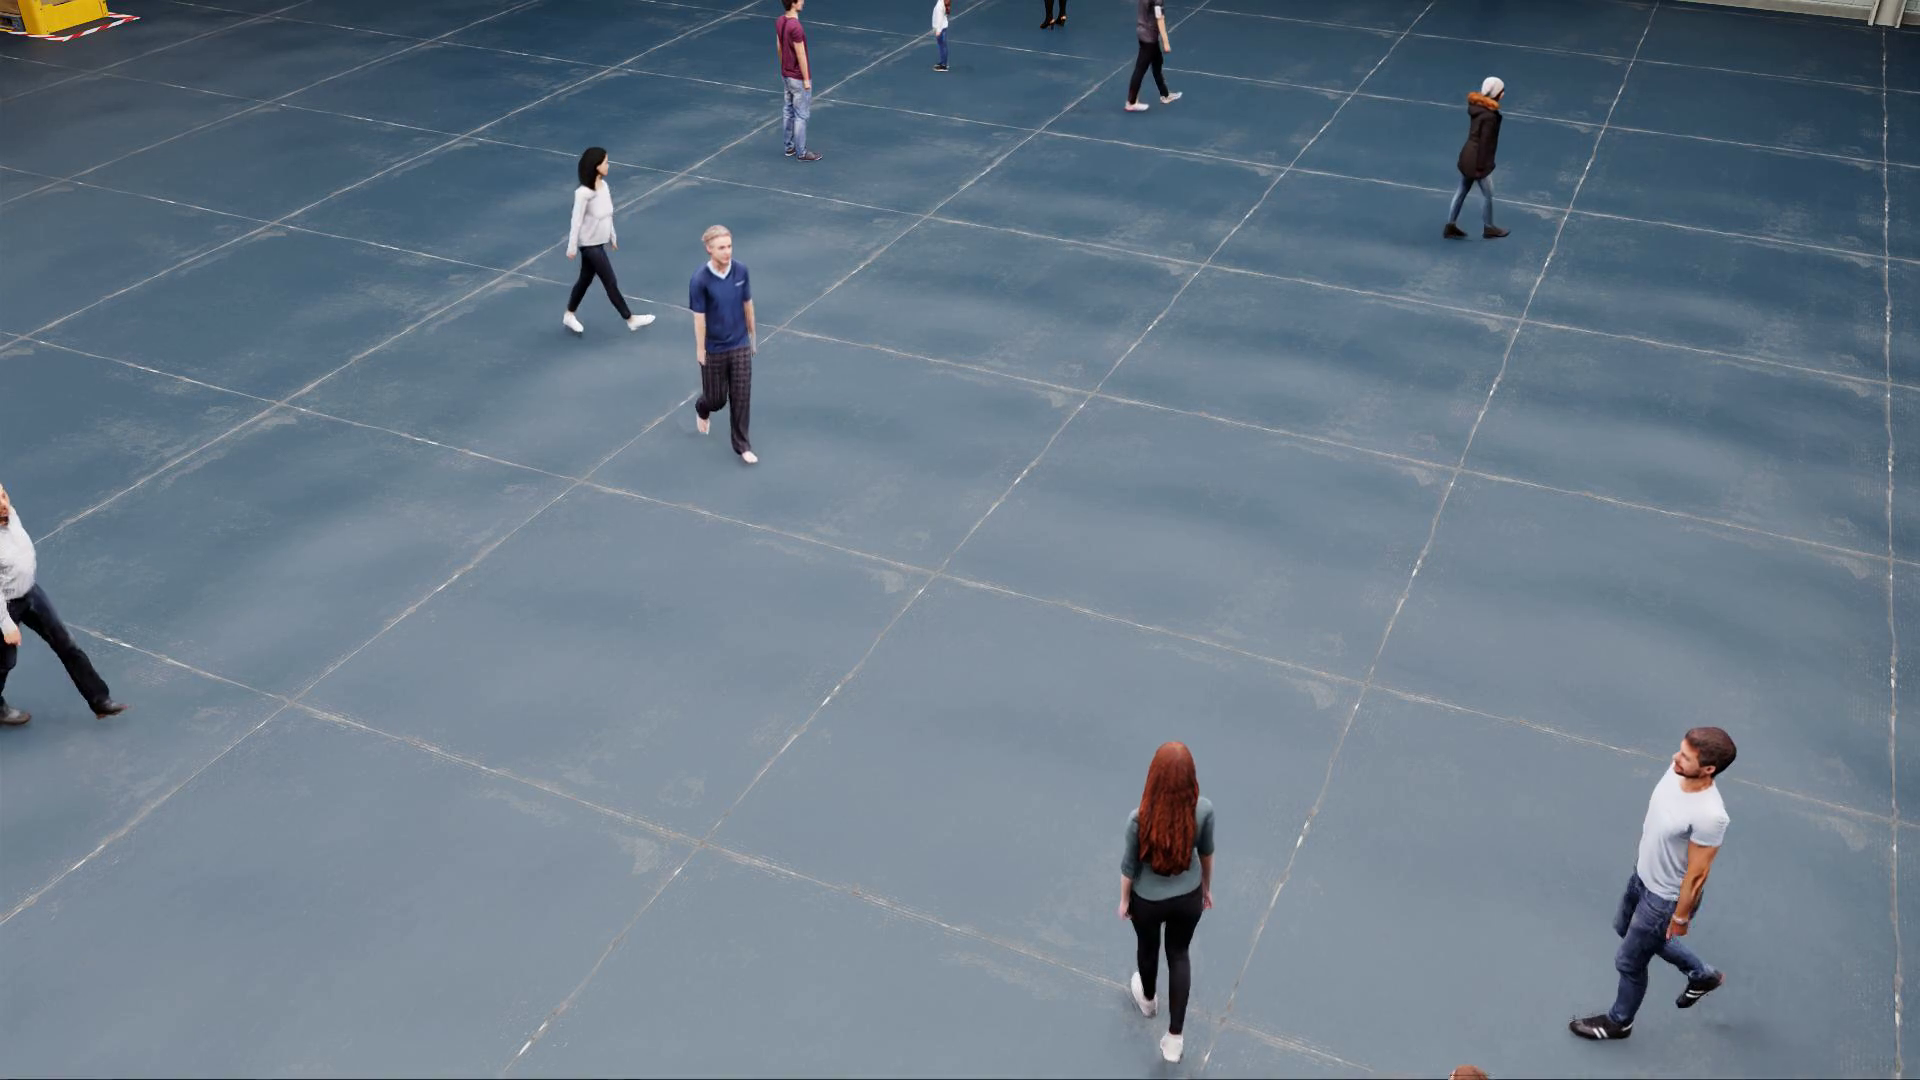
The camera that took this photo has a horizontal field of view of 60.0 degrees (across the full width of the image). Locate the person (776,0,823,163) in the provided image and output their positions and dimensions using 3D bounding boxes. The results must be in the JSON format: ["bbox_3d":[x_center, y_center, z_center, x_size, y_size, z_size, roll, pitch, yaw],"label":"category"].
[{"bbox_3d":[-1.809,-5.113,18.257,0.804,1.853,0.676,-20,38,-29],"label":"person"}]

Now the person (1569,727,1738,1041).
[{"bbox_3d":[3.320,1.595,7.626,1.027,1.851,0.837,2,32,3],"label":"person"}]

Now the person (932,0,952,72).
[{"bbox_3d":[-0.235,-6.587,21.288,0.523,1.112,0.494,6,33,9],"label":"person"}]

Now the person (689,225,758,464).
[{"bbox_3d":[-1.810,-1.484,12.501,0.921,1.858,1.028,-19,37,-28],"label":"person"}]

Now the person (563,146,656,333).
[{"bbox_3d":[-3.256,-2.544,14.380,1.156,1.644,0.855,10,34,15],"label":"person"}]

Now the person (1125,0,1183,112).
[{"bbox_3d":[2.151,-5.934,19.667,1.094,1.739,0.968,-5,33,-8],"label":"person"}]

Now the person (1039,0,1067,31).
[{"bbox_3d":[1.279,-7.970,22.787,0.733,1.852,0.724,-27,41,-36],"label":"person"}]

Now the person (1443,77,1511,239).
[{"bbox_3d":[4.989,-3.716,16.266,0.979,1.614,0.865,-4,32,-6],"label":"person"}]

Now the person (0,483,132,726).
[{"bbox_3d":[-5.592,0.372,9.650,1.264,1.760,0.940,1,32,1],"label":"person"}]

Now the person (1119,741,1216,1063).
[{"bbox_3d":[0.965,1.687,7.591,0.955,1.733,0.945,-6,33,-9],"label":"person"}]
